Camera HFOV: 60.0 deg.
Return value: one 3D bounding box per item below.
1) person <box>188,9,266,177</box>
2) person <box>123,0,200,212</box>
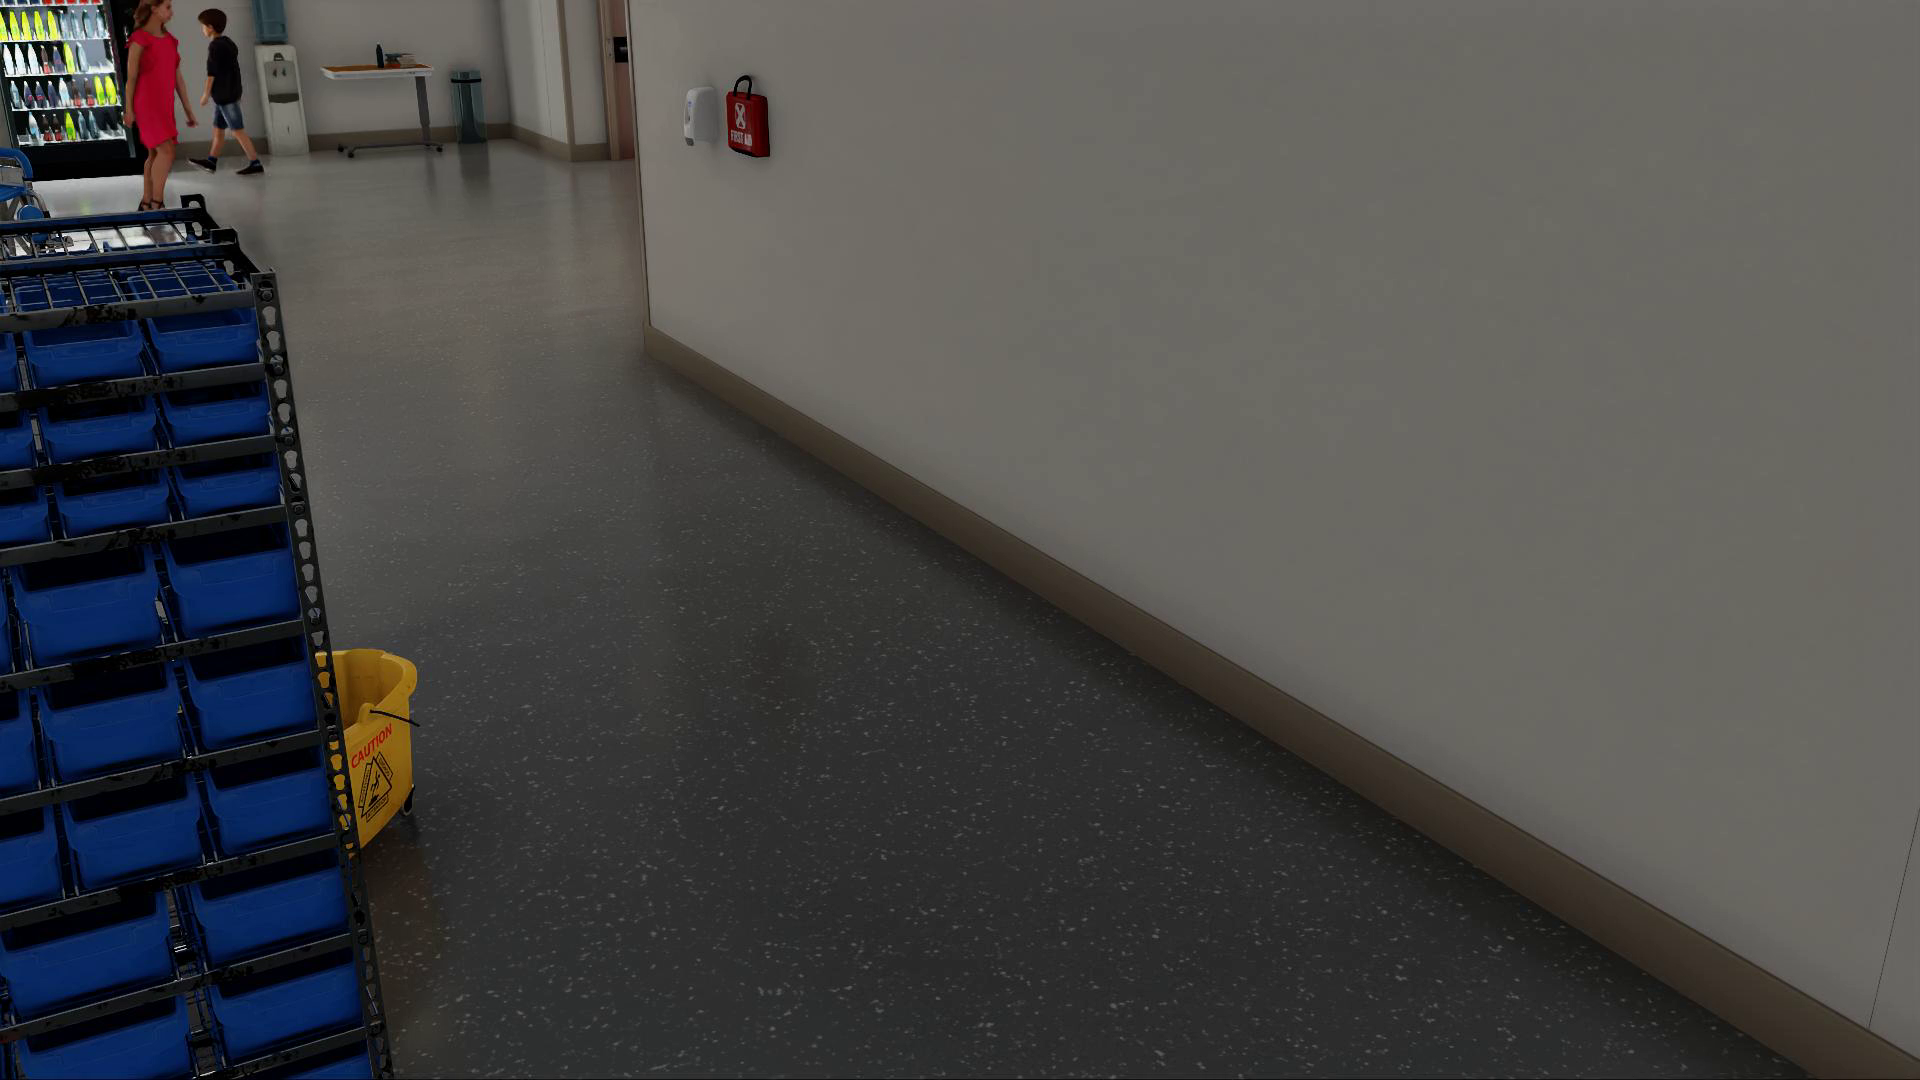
[{"bbox_3d":[-6.396,-3.901,14.621,0.965,1.421,0.743,-3,21,-8],"label":"person"},{"bbox_3d":[-6.046,-3.179,12.340,0.831,1.687,0.768,8,22,21],"label":"person"}]
